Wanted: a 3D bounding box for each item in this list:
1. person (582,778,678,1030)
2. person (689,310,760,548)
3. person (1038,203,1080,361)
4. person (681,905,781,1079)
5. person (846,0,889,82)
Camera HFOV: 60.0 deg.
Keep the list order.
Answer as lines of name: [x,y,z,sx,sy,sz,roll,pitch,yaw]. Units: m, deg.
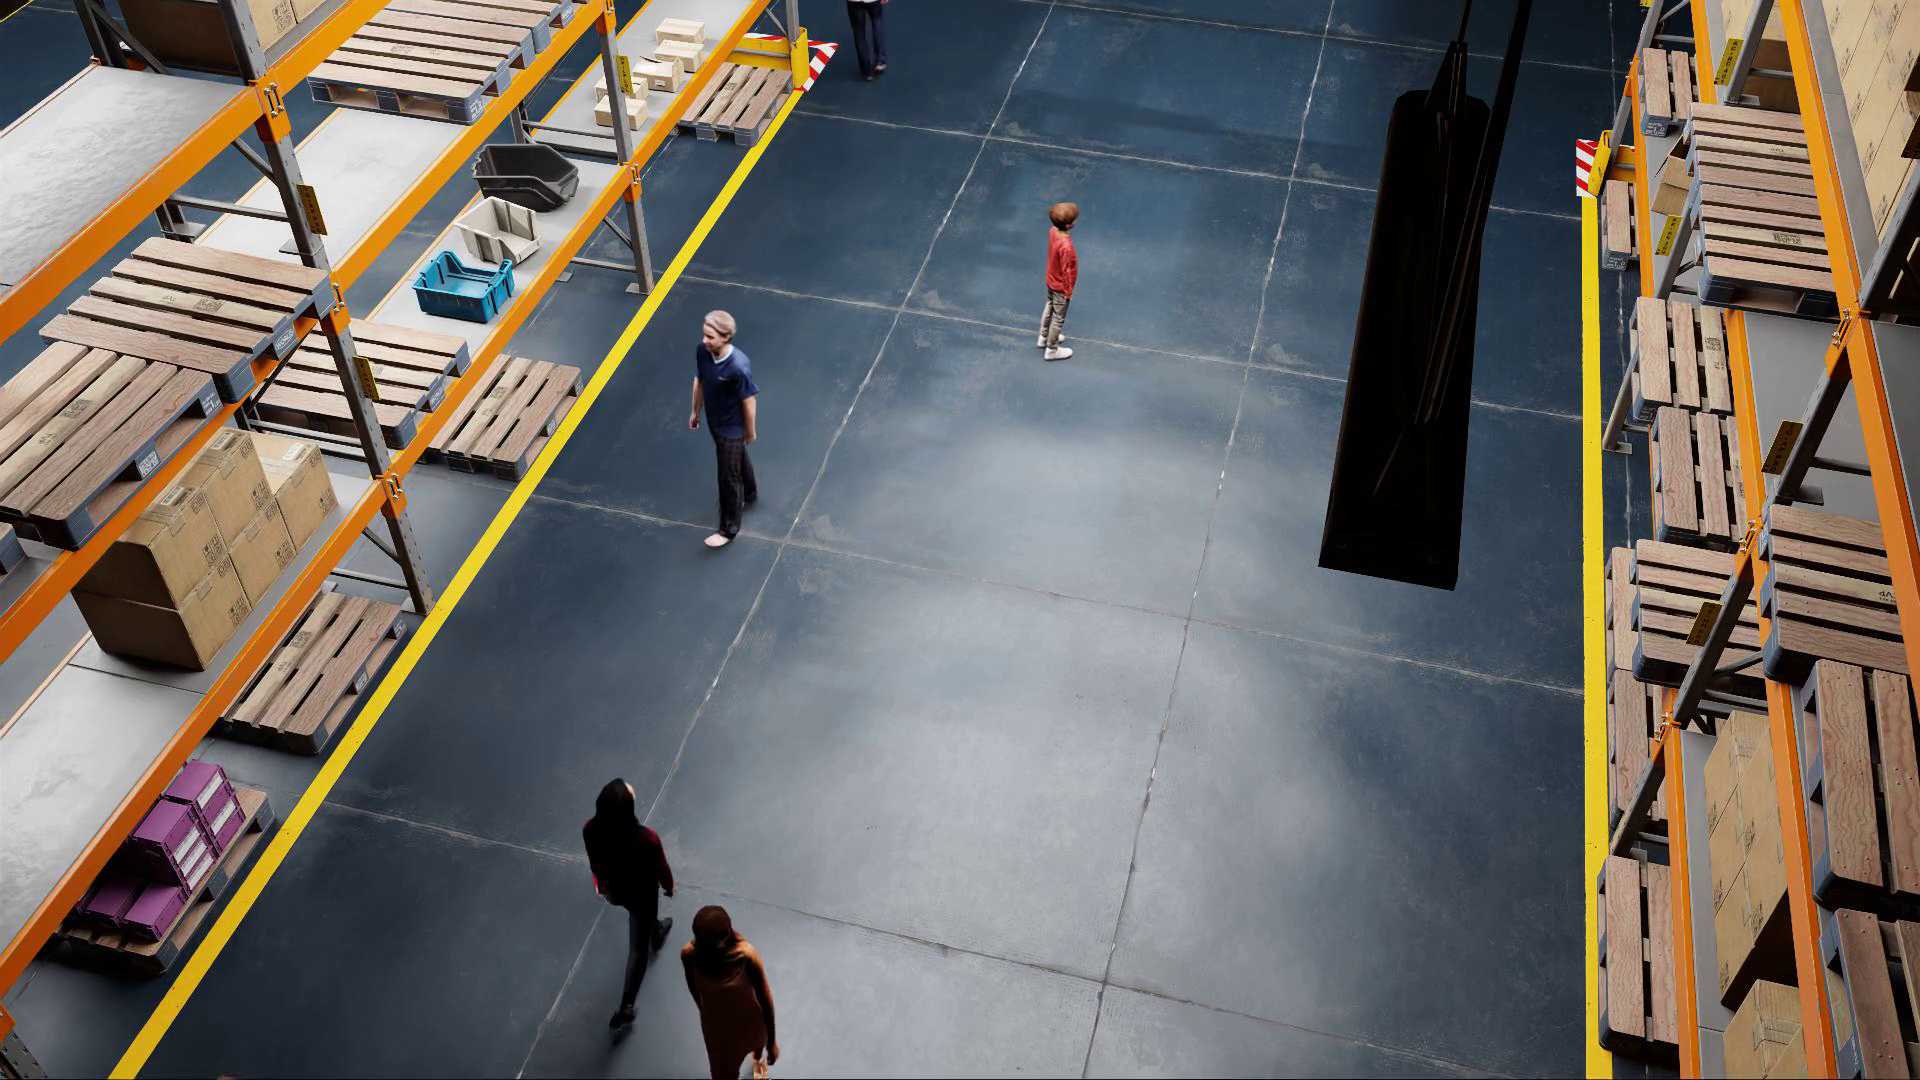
person: [-1.806,1.978,9.001,0.582,1.619,1.027,12,45,12]
person: [-1.612,-0.876,11.821,1.012,1.862,0.914,-33,53,-30]
person: [0.797,-2.099,13.430,0.654,1.413,0.558,-11,45,-12]
person: [-1.134,2.324,8.507,0.781,1.801,0.999,-3,44,-3]
person: [-0.978,-5.442,16.639,0.779,1.828,0.760,-2,44,-2]
